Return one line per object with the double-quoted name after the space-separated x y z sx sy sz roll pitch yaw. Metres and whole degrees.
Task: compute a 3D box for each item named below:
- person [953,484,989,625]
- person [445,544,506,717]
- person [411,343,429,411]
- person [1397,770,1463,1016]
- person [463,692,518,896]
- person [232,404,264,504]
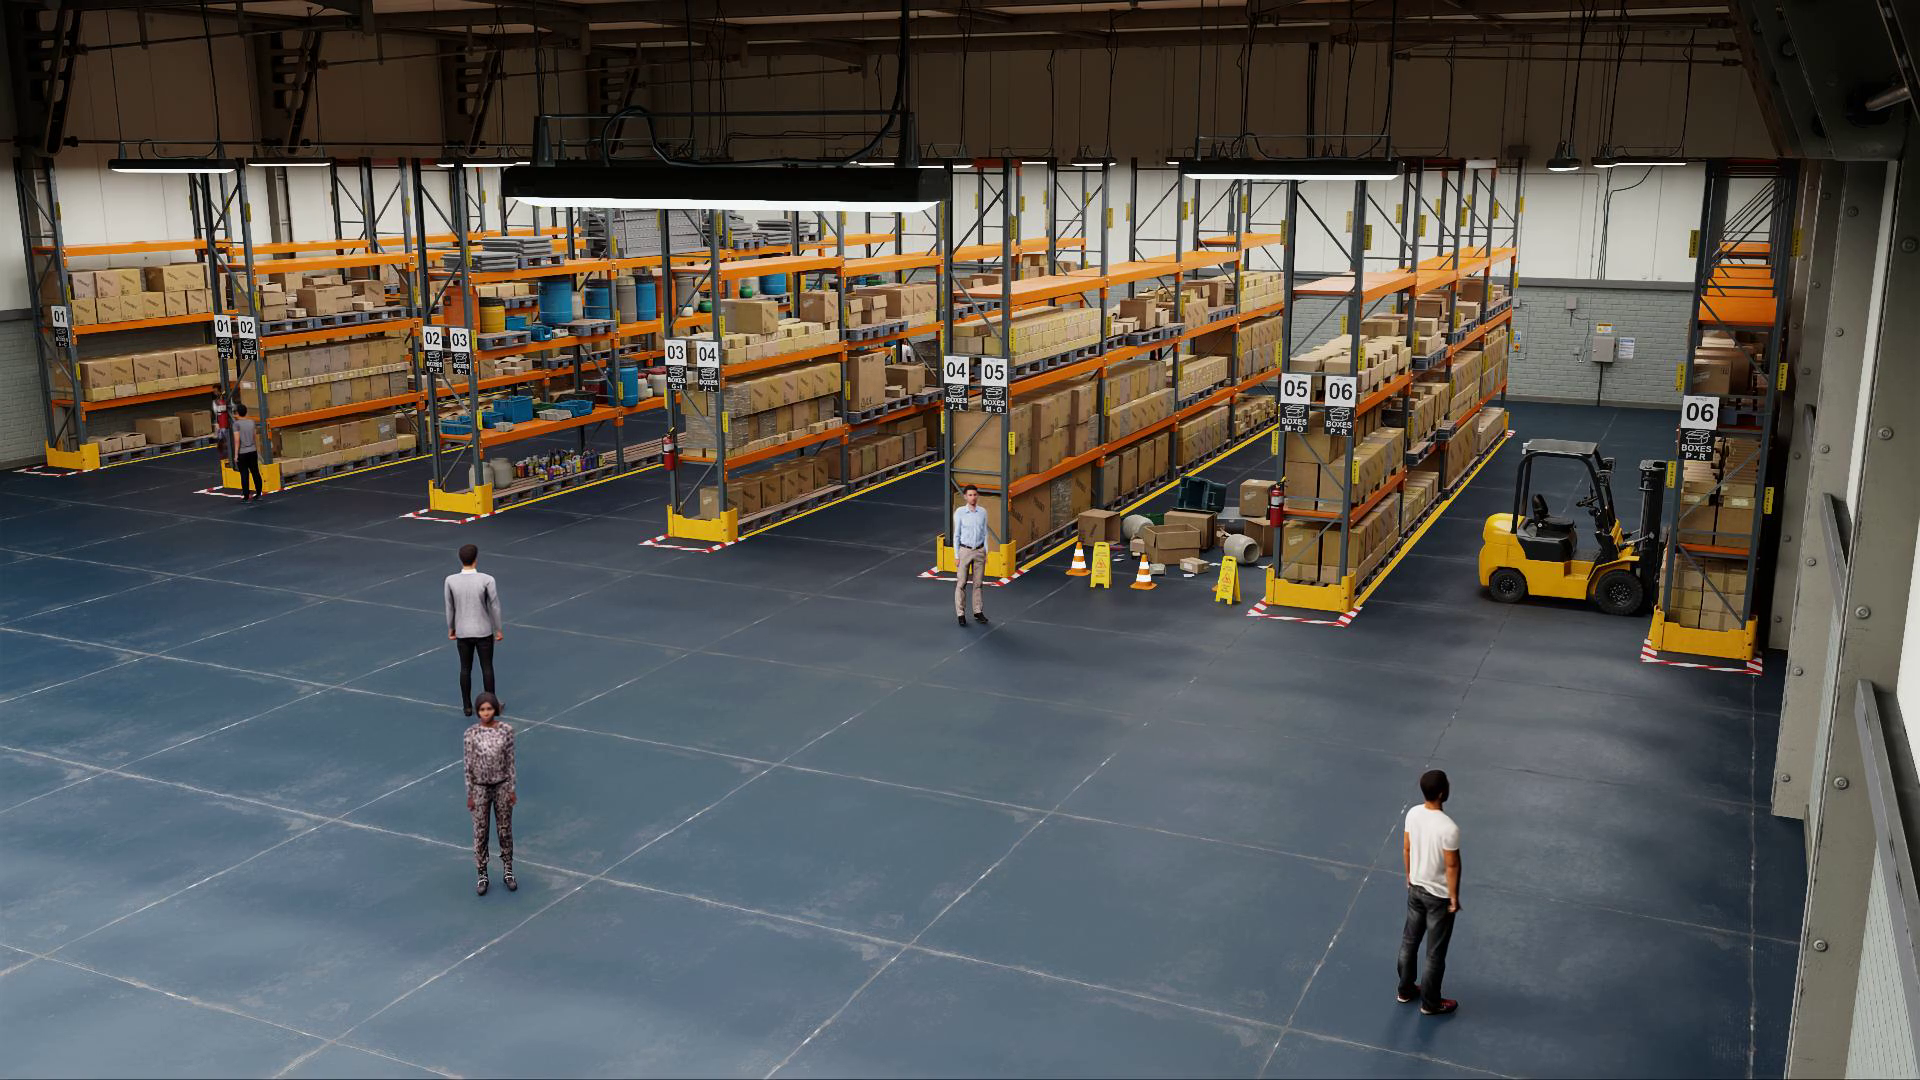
0.147 0.172 21.925 0.752 1.848 0.809 -4 14 -18 "person"
-5.338 0.984 18.255 0.839 1.923 0.813 0 13 -2 "person"
-12.658 -3.754 39.051 0.623 1.770 0.553 4 14 18 "person"
3.372 2.507 11.941 0.724 1.805 0.715 -8 15 -31 "person"
-3.916 2.099 13.903 0.684 1.714 0.743 -5 14 -19 "person"
-12.688 -1.550 29.570 0.681 1.754 0.485 7 15 27 "person"
